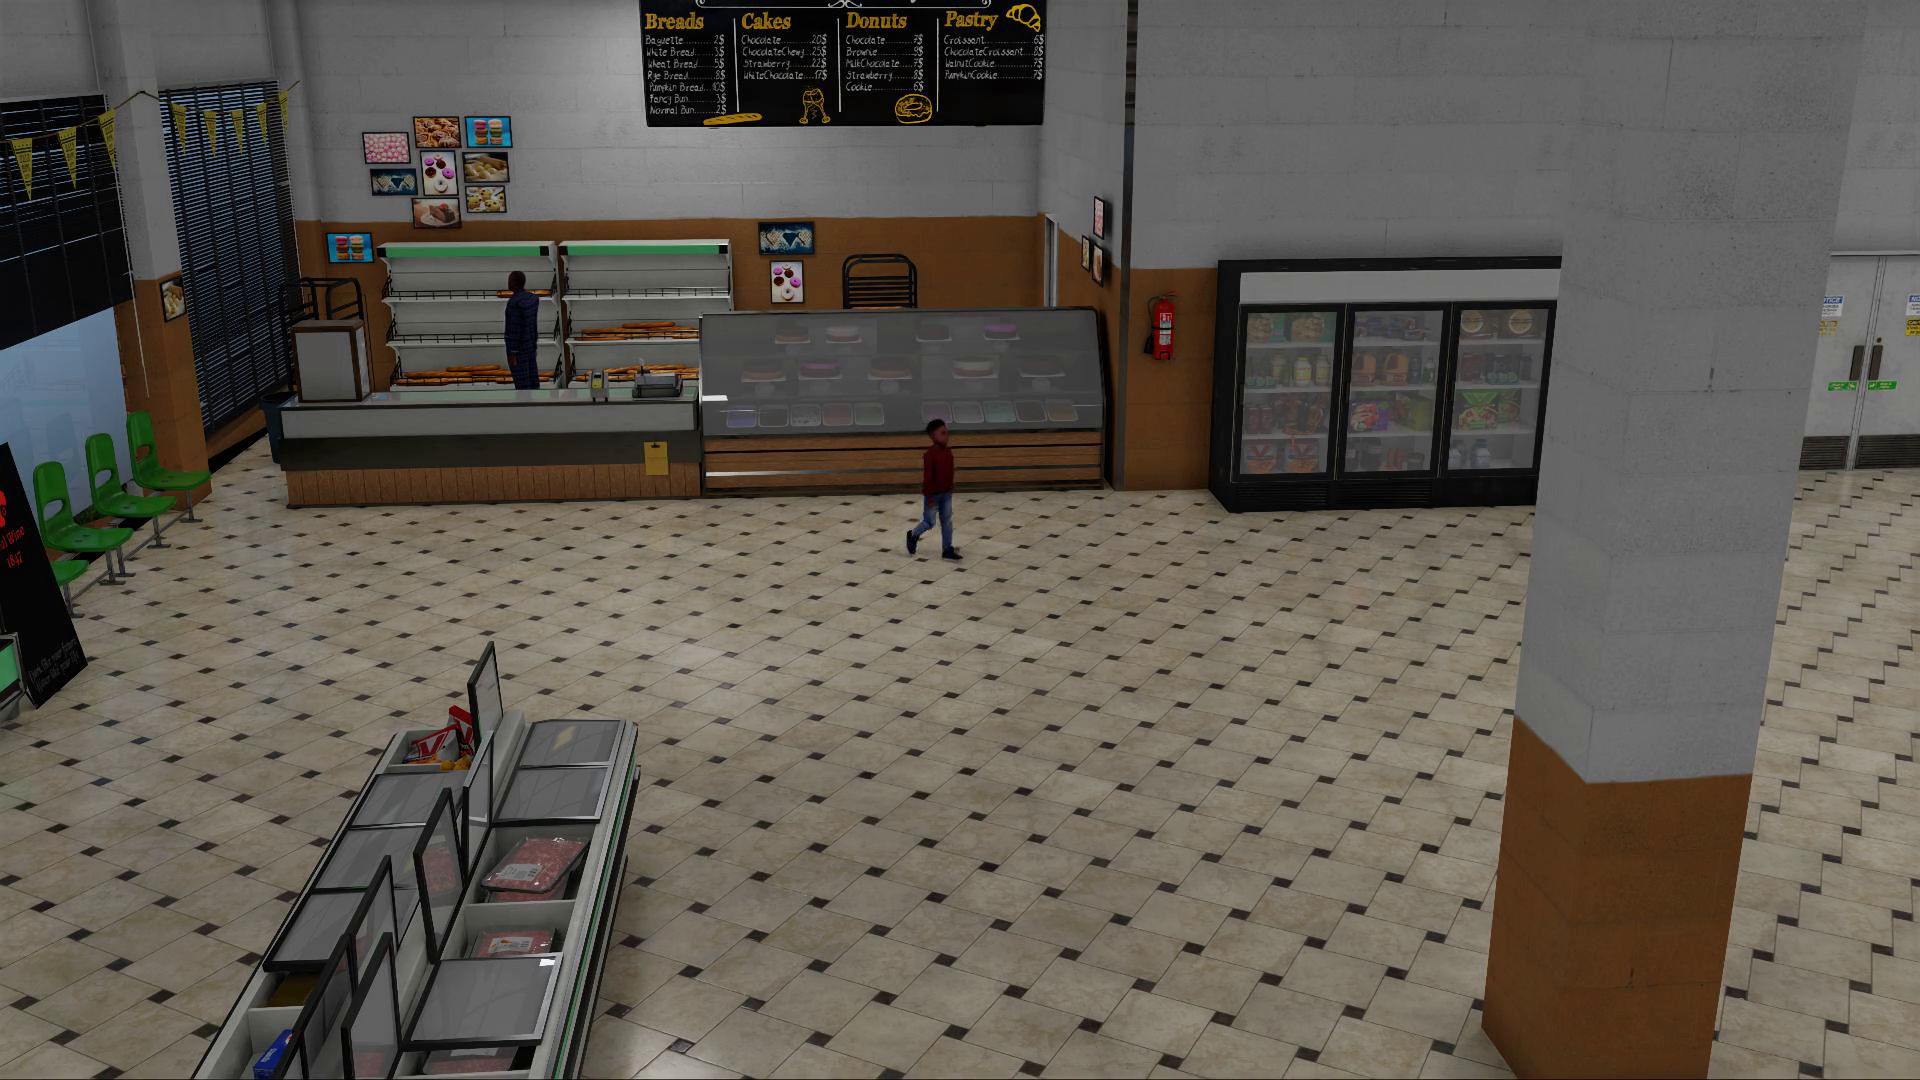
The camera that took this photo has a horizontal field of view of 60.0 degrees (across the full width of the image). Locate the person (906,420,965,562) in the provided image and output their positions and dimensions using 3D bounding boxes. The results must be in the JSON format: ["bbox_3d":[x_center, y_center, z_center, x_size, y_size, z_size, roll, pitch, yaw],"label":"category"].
[{"bbox_3d":[-0.241,-0.421,14.352,0.838,1.240,0.761,15,22,40],"label":"person"}]

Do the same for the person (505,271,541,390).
[{"bbox_3d":[-5.060,-2.210,19.239,0.820,1.824,0.694,5,18,17],"label":"person"}]
